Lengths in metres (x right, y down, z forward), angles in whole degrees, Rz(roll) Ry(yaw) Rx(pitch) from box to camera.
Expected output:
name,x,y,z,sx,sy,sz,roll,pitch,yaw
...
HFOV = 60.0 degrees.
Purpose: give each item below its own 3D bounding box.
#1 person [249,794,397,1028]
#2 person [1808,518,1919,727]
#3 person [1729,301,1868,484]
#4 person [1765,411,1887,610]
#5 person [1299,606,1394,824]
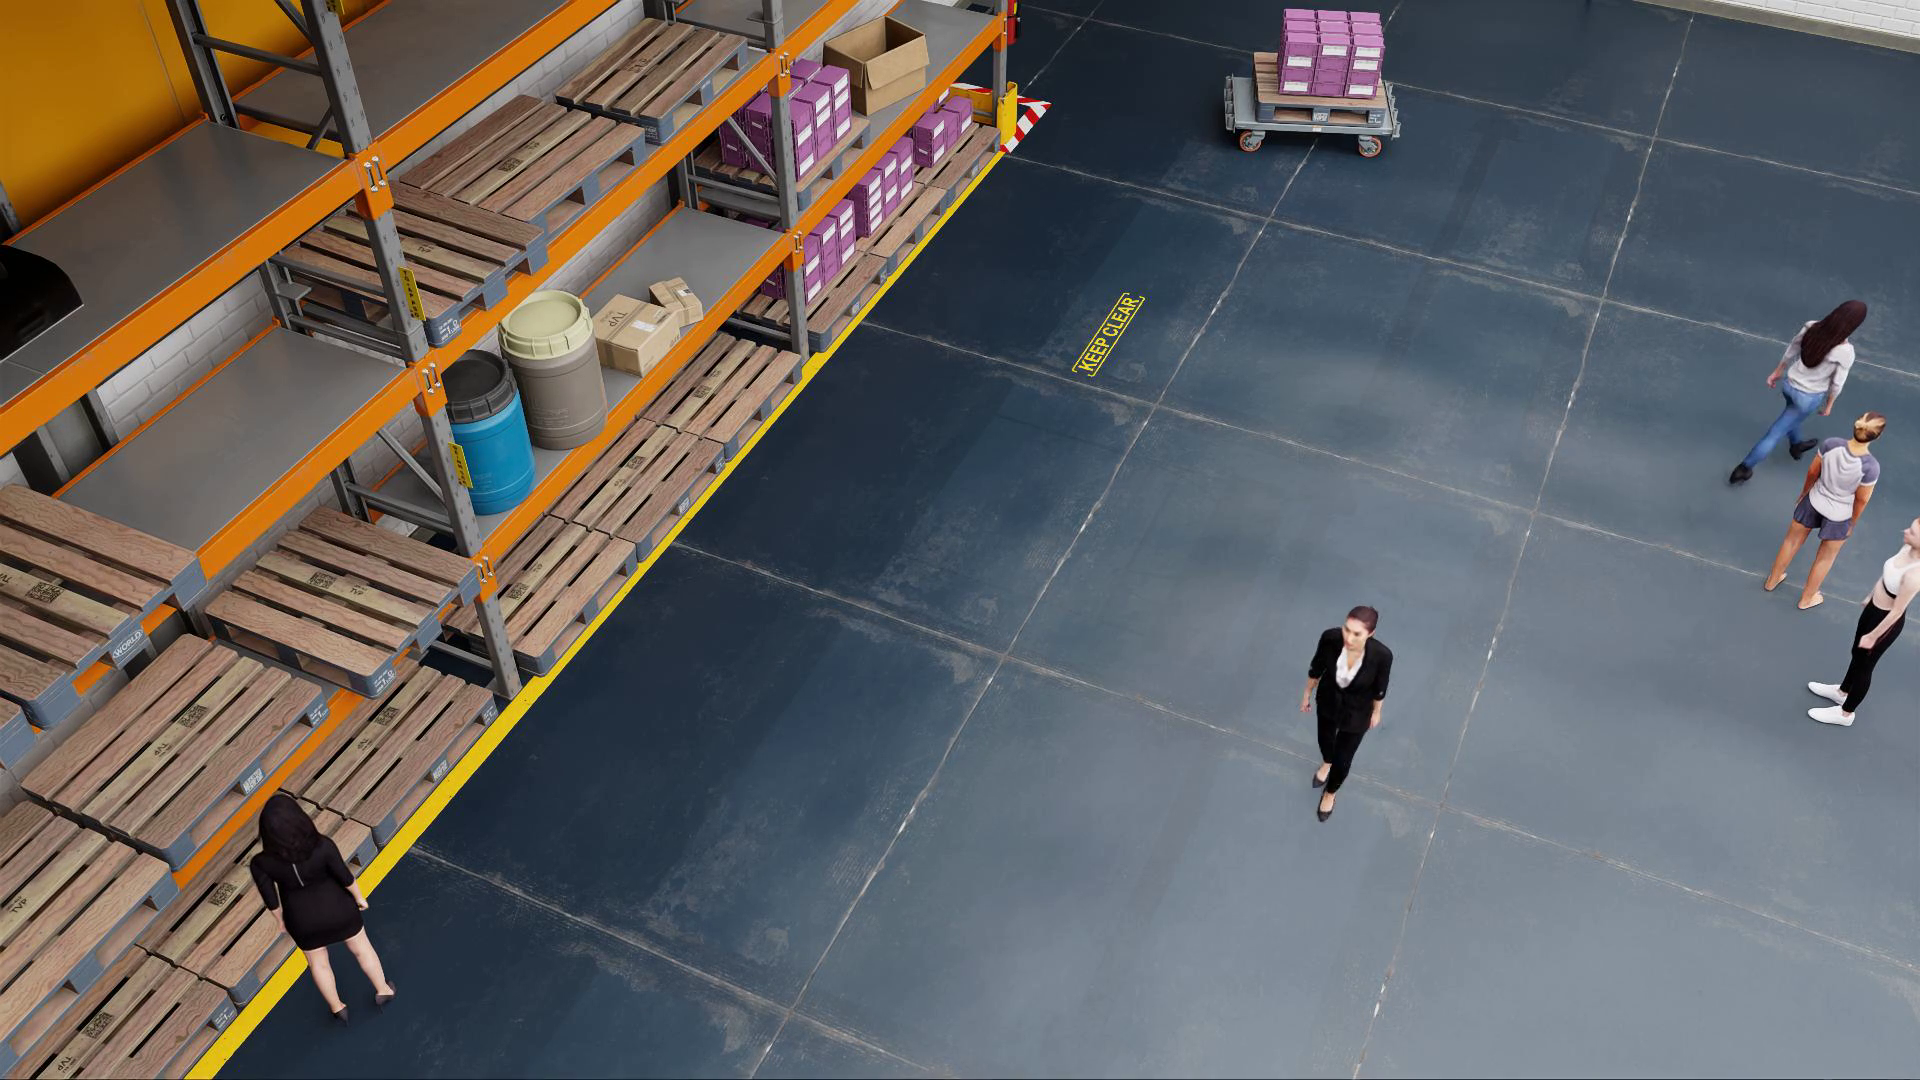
name,x,y,z,sx,sy,sz,roll,pitch,yaw
person,-3.391,1.986,8.814,0.654,1.803,0.717,-15,46,-15
person,5.783,0.502,10.418,0.640,1.740,0.448,17,46,17
person,6.068,-1.020,12.143,1.143,1.565,1.078,-17,46,-17
person,5.880,-0.214,11.254,0.640,1.624,0.649,-30,51,-28
person,2.349,0.942,10.027,0.667,1.642,0.746,25,49,24
